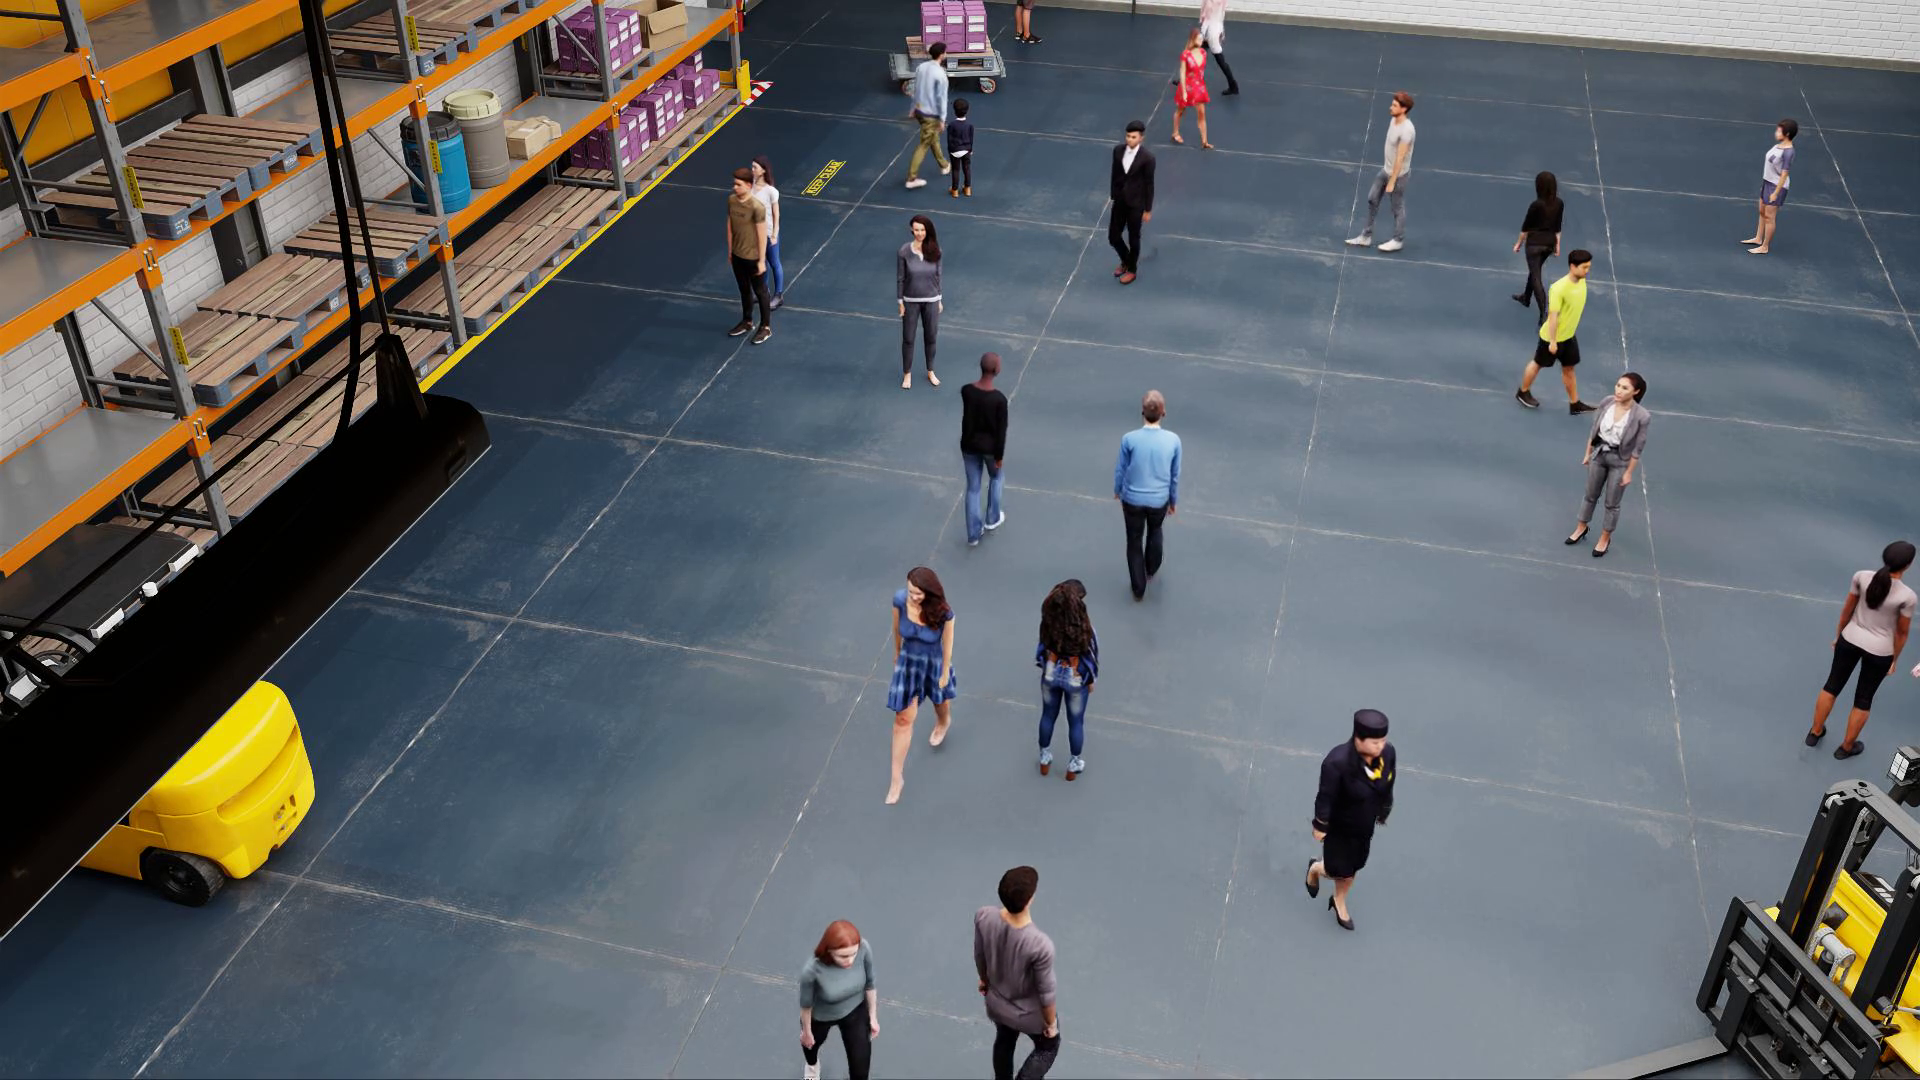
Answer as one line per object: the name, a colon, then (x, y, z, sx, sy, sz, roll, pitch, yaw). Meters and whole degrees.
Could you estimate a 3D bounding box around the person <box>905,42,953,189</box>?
person: (-0.456, -5.243, 20.678, 1.228, 1.748, 1.134, -20, 39, -27)

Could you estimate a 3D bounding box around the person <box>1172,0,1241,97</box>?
person: (3.650, -7.102, 23.475, 0.855, 1.746, 1.229, 14, 36, 20)

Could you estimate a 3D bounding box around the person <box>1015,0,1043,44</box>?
person: (1.016, -8.675, 25.737, 0.823, 1.862, 0.742, -14, 36, -20)

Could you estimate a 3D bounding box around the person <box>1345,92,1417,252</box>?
person: (5.042, -4.179, 18.961, 0.965, 1.876, 0.967, -5, 34, -7)

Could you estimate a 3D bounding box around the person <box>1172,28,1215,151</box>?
person: (2.988, -5.952, 21.916, 0.967, 1.558, 1.087, -14, 36, -20)

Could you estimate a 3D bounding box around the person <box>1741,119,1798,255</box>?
person: (9.342, -4.074, 19.082, 0.648, 1.567, 0.496, 4, 34, 6)

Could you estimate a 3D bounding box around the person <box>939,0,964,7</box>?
person: (-0.207, -9.672, 27.235, 0.792, 1.865, 0.781, 29, 43, 36)

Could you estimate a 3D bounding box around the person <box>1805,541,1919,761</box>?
person: (6.338, 0.758, 11.650, 0.710, 1.746, 0.683, -25, 41, -33)

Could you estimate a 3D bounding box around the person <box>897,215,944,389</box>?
person: (-0.396, -2.349, 16.306, 0.689, 1.767, 0.687, -8, 34, -11)

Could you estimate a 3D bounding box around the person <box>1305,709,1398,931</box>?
person: (2.377, 1.693, 10.317, 0.875, 1.665, 0.925, -13, 36, -19)

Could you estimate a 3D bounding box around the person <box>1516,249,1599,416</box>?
person: (5.643, -2.009, 15.880, 1.073, 1.671, 1.083, -23, 40, -31)

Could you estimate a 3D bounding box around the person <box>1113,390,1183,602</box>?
person: (1.482, -0.307, 13.203, 0.783, 1.801, 0.879, -2, 34, -2)

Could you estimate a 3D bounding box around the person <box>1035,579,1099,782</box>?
person: (0.728, 0.952, 11.472, 0.645, 1.621, 0.598, 14, 36, 20)

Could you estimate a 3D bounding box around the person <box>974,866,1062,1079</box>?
person: (0.267, 2.516, 8.918, 0.821, 1.843, 0.848, 24, 41, 32)

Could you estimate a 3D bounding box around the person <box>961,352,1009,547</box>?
person: (0.155, -0.718, 13.890, 0.660, 1.726, 0.770, 11, 35, 16)

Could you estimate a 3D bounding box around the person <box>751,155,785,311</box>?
person: (-2.083, -3.298, 17.808, 0.677, 1.685, 0.680, 28, 43, 35)

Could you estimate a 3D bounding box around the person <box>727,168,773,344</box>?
person: (-2.173, -2.947, 17.129, 0.740, 1.851, 0.709, 23, 40, 31)

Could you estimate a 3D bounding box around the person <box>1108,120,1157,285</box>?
person: (1.929, -3.748, 18.319, 0.823, 1.868, 0.800, 23, 40, 30)

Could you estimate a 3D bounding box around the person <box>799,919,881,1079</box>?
person: (-0.686, 2.558, 9.017, 1.064, 1.663, 1.211, -11, 35, -16)

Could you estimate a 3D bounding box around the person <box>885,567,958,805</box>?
person: (-0.211, 0.892, 11.456, 0.679, 1.737, 1.196, 12, 35, 17)

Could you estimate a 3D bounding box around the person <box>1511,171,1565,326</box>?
person: (6.126, -3.032, 17.480, 0.953, 1.605, 1.129, -9, 35, -13)

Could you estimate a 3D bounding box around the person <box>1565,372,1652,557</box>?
person: (5.422, -0.644, 13.821, 0.760, 1.677, 0.729, -25, 41, -32)

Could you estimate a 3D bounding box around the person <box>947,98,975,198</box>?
person: (0.005, -4.853, 20.564, 0.577, 1.222, 0.613, -10, 35, -15)
